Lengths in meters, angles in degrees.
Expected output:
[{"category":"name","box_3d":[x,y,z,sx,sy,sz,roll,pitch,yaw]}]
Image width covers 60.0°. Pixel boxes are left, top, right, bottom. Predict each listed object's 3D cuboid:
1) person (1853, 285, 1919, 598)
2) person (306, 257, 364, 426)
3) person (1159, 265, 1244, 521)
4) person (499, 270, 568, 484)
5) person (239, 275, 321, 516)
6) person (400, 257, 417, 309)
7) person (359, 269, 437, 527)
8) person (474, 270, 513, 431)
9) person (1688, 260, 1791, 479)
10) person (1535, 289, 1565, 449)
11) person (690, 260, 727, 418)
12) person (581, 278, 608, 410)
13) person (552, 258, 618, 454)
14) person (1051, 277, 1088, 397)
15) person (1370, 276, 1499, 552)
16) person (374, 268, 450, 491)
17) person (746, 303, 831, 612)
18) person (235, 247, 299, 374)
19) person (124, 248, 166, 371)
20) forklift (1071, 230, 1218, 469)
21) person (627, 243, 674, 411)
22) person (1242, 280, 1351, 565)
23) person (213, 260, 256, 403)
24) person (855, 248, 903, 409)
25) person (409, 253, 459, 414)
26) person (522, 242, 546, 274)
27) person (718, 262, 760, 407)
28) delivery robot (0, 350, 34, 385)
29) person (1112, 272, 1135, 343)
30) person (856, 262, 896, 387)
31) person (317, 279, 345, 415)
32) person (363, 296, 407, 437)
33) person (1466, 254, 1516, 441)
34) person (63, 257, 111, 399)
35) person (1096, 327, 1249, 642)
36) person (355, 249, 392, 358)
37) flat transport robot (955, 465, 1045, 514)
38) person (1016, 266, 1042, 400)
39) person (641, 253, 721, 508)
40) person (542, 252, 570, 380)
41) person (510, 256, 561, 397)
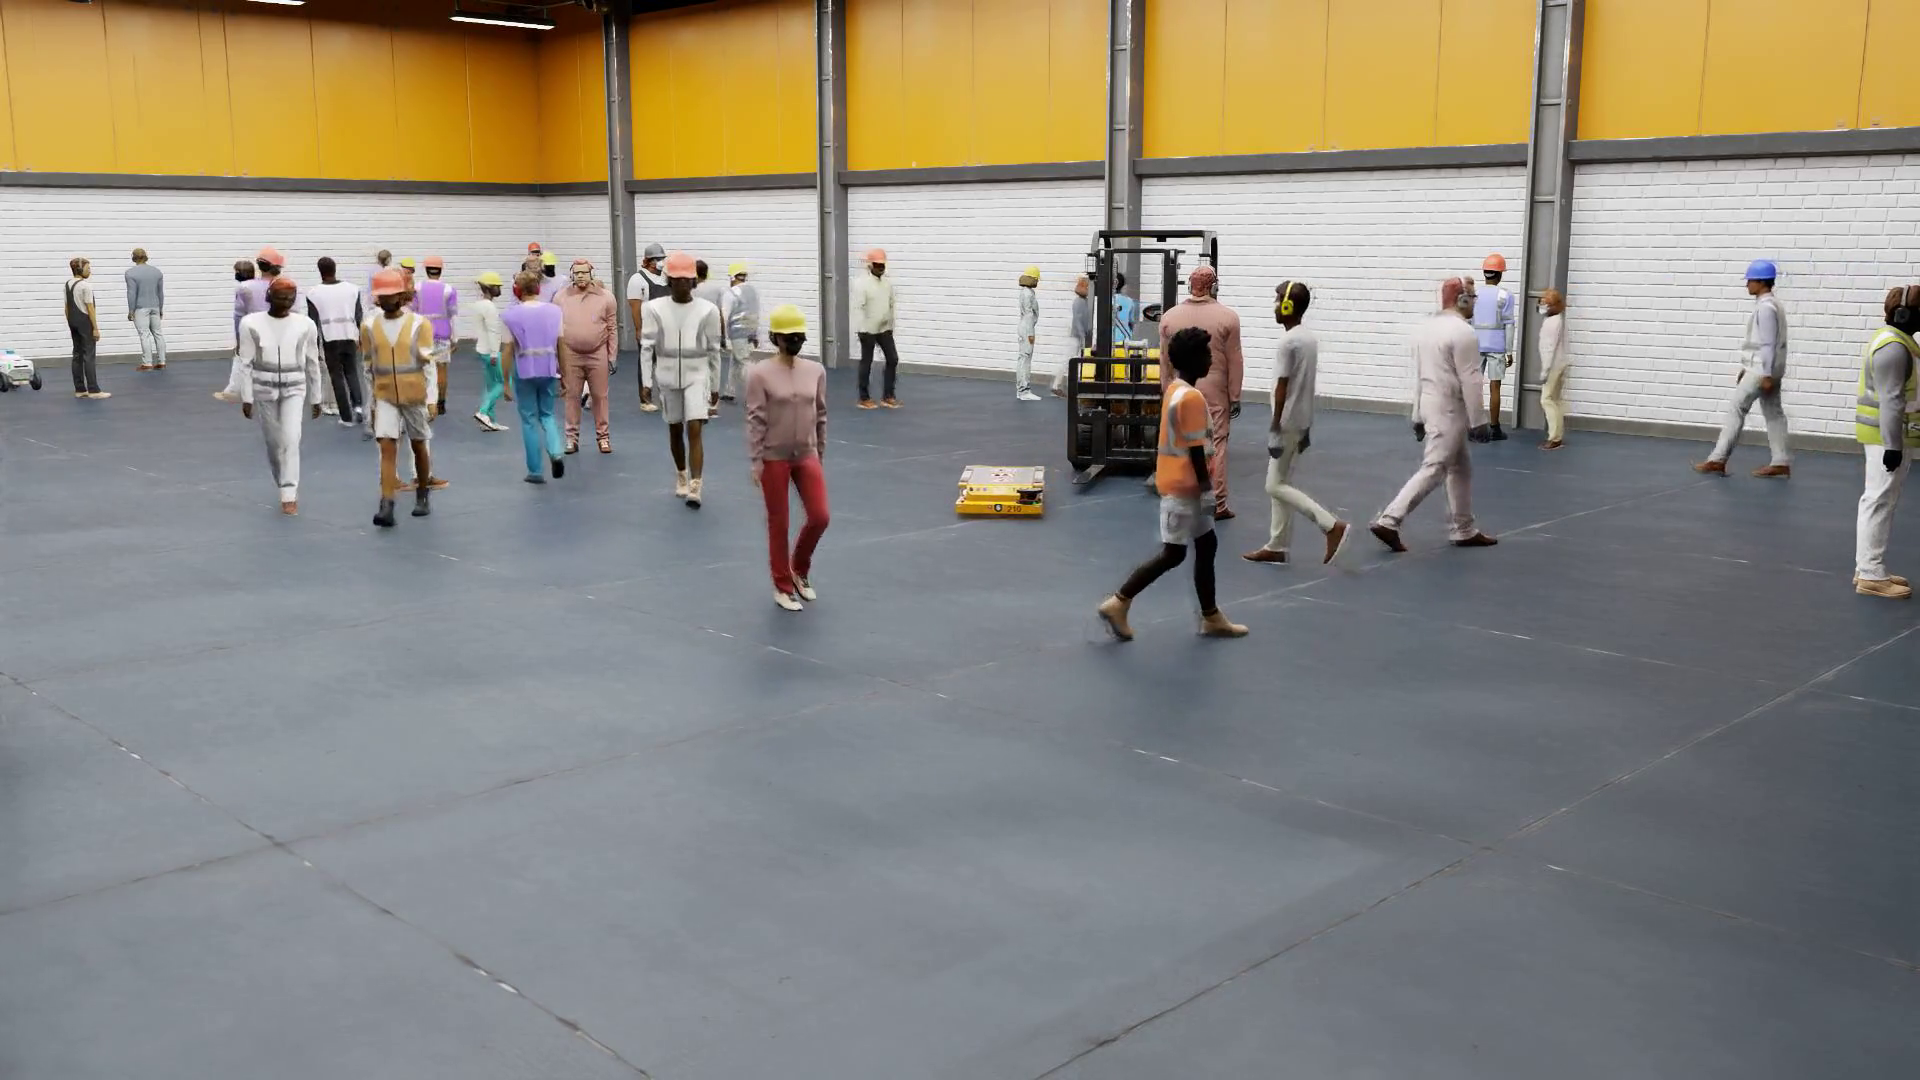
[{"category":"person","box_3d":[5.558,-0.589,9.899,0.429,1.843,0.633,5,12,27]},{"category":"person","box_3d":[-6.963,-2.213,18.607,0.609,1.895,0.445,-8,13,-37]},{"category":"person","box_3d":[1.817,-1.096,12.487,0.640,1.909,0.409,4,11,23]},{"category":"person","box_3d":[-3.649,-1.385,14.233,0.578,1.832,0.434,-8,13,-37]},{"category":"person","box_3d":[-5.305,-1.147,13.000,0.583,1.849,0.950,-4,11,-21]},{"category":"person","box_3d":[-9.557,-4.053,29.038,0.607,1.745,0.541,-2,11,-12]},{"category":"person","box_3d":[-4.158,-1.059,12.347,0.565,1.887,0.992,-1,10,-5]},{"category":"person","box_3d":[-5.059,-2.040,18.051,0.367,1.750,0.542,-4,11,-23]},{"category":"person","box_3d":[6.935,-1.497,14.648,0.916,1.906,0.605,7,13,34]},{"category":"person","box_3d":[5.931,-1.718,16.691,0.378,1.604,0.654,4,11,19]},{"category":"person","box_3d":[-3.077,-2.375,19.652,0.521,1.834,0.779,-7,12,-33]},{"category":"person","box_3d":[-4.488,-2.384,20.271,0.541,1.616,0.429,-3,11,-16]},{"category":"person","box_3d":[-3.669,-1.793,16.287,0.642,1.908,0.407,-2,11,-11]},{"category":"person","box_3d":[1.594,-2.647,21.840,0.886,1.585,0.501,6,12,28]},{"category":"person","box_3d":[3.233,-0.845,11.229,0.928,1.871,0.643,-1,10,-3]},{"category":"person","box_3d":[-4.634,-1.321,13.843,0.559,1.857,0.681,1,10,7]},{"category":"person","box_3d":[-0.957,-0.456,9.410,0.535,1.750,0.378,-6,12,-30]},{"category":"person","box_3d":[-7.408,-2.115,17.784,0.688,2.000,0.724,-3,11,-16]},{"category":"person","box_3d":[-12.807,-3.617,26.154,0.379,1.937,0.629,6,12,28]},{"category":"forklift","box_3d":[1.804,-1.825,15.677,1.214,2.155,2.313,2,11,13]},{"category":"person","box_3d":[-3.681,-2.603,20.336,0.538,2.000,0.684,8,13,37]},{"category":"person","box_3d":[2.158,-0.725,10.619,0.672,1.849,0.531,6,12,30]},{"category":"person","box_3d":[-9.111,-2.643,21.184,0.892,1.801,0.645,1,10,4]},{"category":"person","box_3d":[-0.989,-2.574,20.371,0.741,1.964,0.649,10,14,43]},{"category":"person","box_3d":[-6.260,-2.451,19.823,0.580,1.923,0.445,-3,11,-14]},{"category":"person","box_3d":[-8.089,-4.677,31.772,0.622,1.993,0.382,-10,14,-42]},{"category":"person","box_3d":[-2.837,-2.560,20.762,0.845,1.789,0.601,4,11,22]},{"category":"delivery robot","box_3d":[-13.058,-2.379,22.913,0.707,0.478,0.477,9,14,42]},{"category":"person","box_3d":[1.885,-2.457,20.507,0.556,1.677,0.490,-6,12,-30]},{"category":"person","box_3d":[-1.164,-3.013,23.233,0.599,1.803,0.816,-6,12,-29]},{"category":"person","box_3d":[-7.410,-2.275,19.678,0.374,1.620,0.552,5,11,24]},{"category":"person","box_3d":[-6.075,-1.871,17.532,0.508,1.604,0.698,1,10,3]},{"category":"person","box_3d":[5.520,-2.004,17.356,0.550,1.937,0.357,8,13,37]},{"category":"person","box_3d":[-11.440,-2.754,21.709,0.505,1.842,0.348,5,12,27]},{"category":"person","box_3d":[1.122,-0.282,8.696,0.778,1.670,0.532,1,10,4]},{"category":"person","box_3d":[-9.925,-3.965,28.152,0.712,1.903,0.698,-4,11,-21]},{"category":"flat transport robot","box_3d":[0.336,-0.413,13.227,0.652,0.197,1.431,1,10,4]},{"category":"person","box_3d":[0.907,-2.697,21.678,0.309,1.739,0.483,-1,10,-6]},{"category":"person","box_3d":[-2.207,-1.267,13.220,0.616,1.993,1.039,-1,10,-4]},{"category":"person","box_3d":[-6.087,-3.349,24.858,0.604,1.885,0.975,-6,12,-31]},{"category":"person","box_3d":[-5.401,-2.733,21.558,0.722,1.853,0.853,-8,13,-38]}]
